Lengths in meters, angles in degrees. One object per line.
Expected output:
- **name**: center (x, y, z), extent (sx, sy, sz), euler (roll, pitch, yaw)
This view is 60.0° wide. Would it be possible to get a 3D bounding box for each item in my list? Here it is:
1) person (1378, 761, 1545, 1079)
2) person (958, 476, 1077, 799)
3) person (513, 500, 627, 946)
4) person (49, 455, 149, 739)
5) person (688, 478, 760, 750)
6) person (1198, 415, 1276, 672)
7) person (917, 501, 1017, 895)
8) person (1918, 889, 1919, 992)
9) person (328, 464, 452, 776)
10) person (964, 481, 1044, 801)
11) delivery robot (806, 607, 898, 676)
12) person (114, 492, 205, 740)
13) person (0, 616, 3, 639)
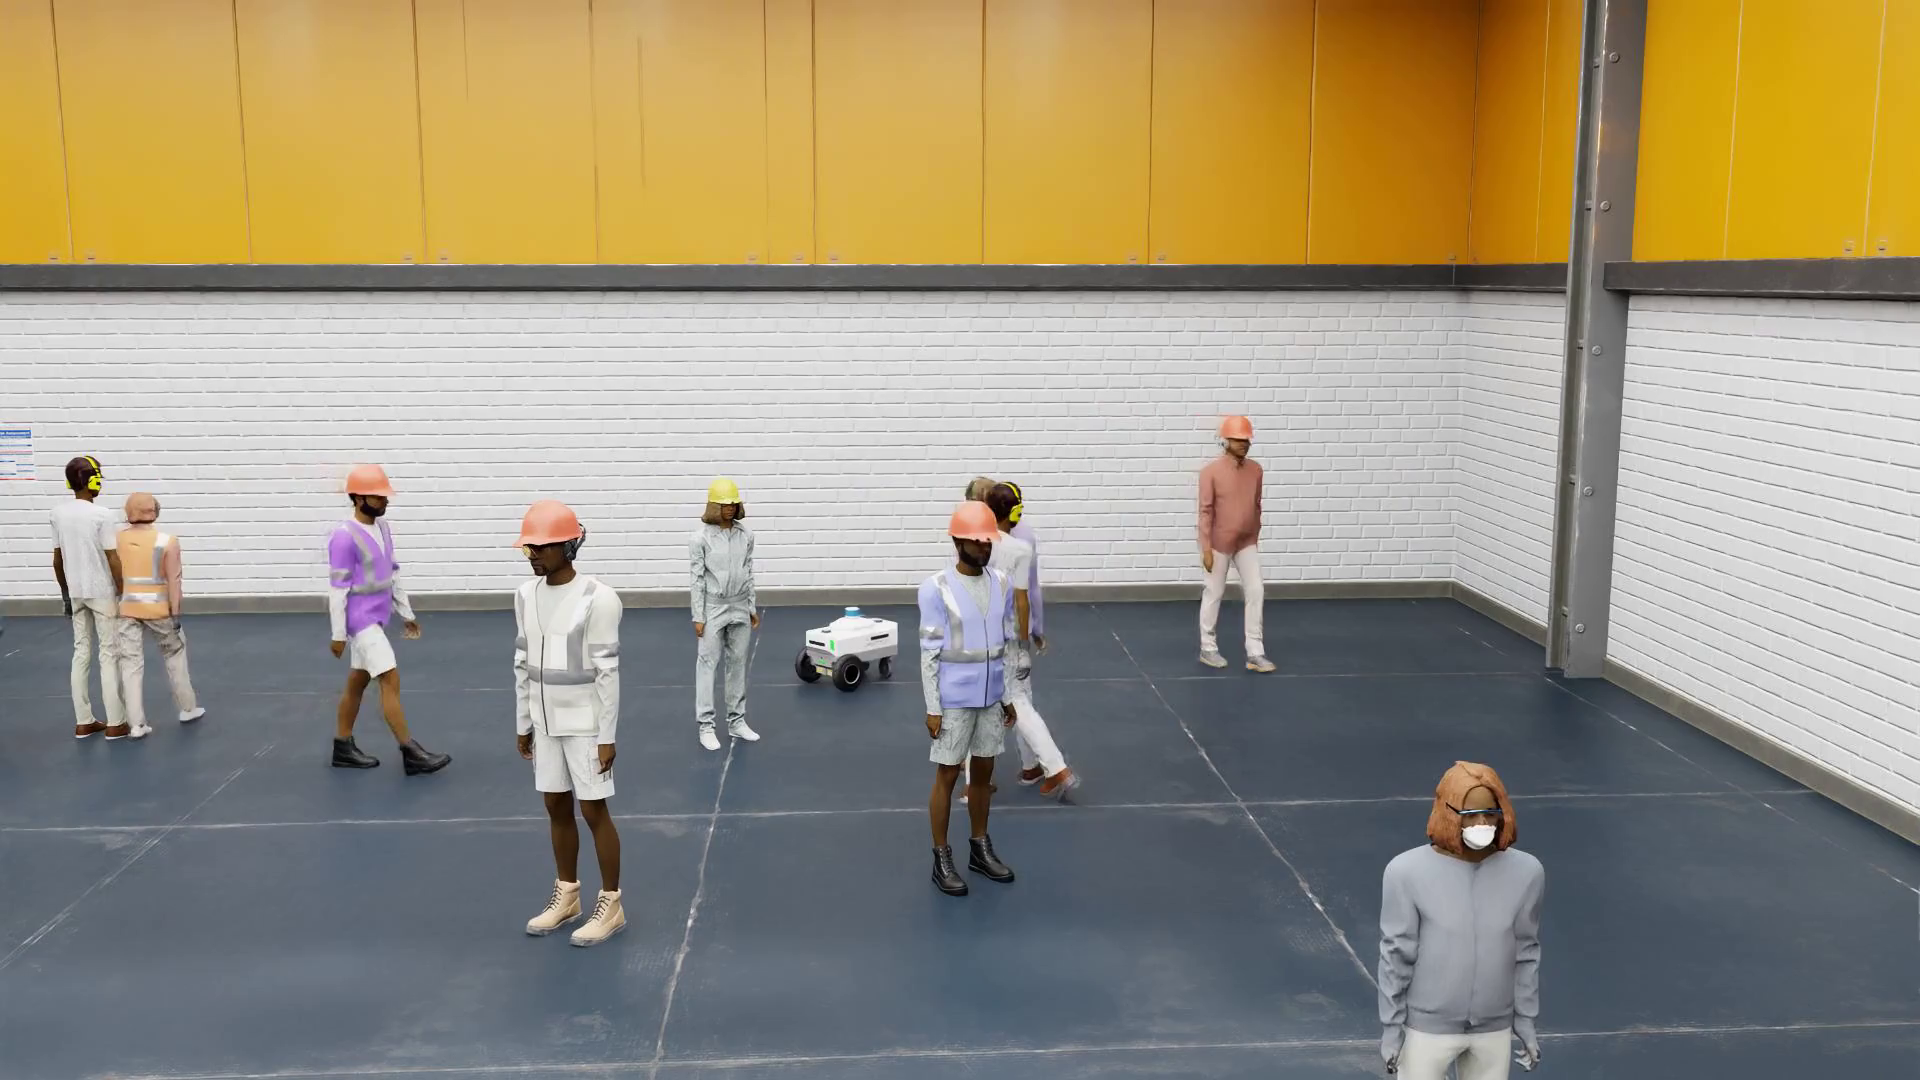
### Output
- **person**: center (1.473, 1.454, 4.910), extent (0.500, 1.618, 0.282), euler (-1, 9, -8)
- **person**: center (0.302, 0.563, 9.749), extent (1.014, 1.874, 0.696), euler (6, 11, 34)
- **person**: center (-1.803, 0.828, 7.563), extent (0.606, 2.038, 0.394), euler (6, 11, 32)
- **person**: center (-5.659, 0.378, 10.889), extent (0.509, 1.868, 0.328), euler (2, 9, 13)
- **person**: center (-1.505, 0.467, 10.717), extent (0.493, 1.743, 0.296), euler (-8, 12, -42)
- **person**: center (2.117, 0.038, 12.683), extent (0.649, 1.966, 0.843), euler (-5, 10, -27)
- **person**: center (0.056, 0.767, 8.219), extent (0.545, 1.940, 0.352), euler (-7, 11, -36)
- **person**: center (3.183, 1.281, 4.989), extent (0.633, 1.938, 0.356), euler (0, 9, -2)
- **person**: center (-3.478, 0.486, 10.109), extent (0.916, 1.898, 0.552), euler (0, 9, 2)
- **person**: center (0.289, 0.570, 9.768), extent (0.531, 1.834, 0.859), euler (6, 11, 32)
- **delivery robot**: center (-0.798, 0.745, 12.395), extent (0.477, 0.478, 0.707), euler (9, 12, 44)
- **person**: center (-5.372, 0.479, 11.054), extent (0.513, 1.610, 0.711), euler (-1, 9, -4)
- **person**: center (-6.440, 0.553, 10.588), extent (0.801, 1.594, 0.531), euler (8, 12, 40)
